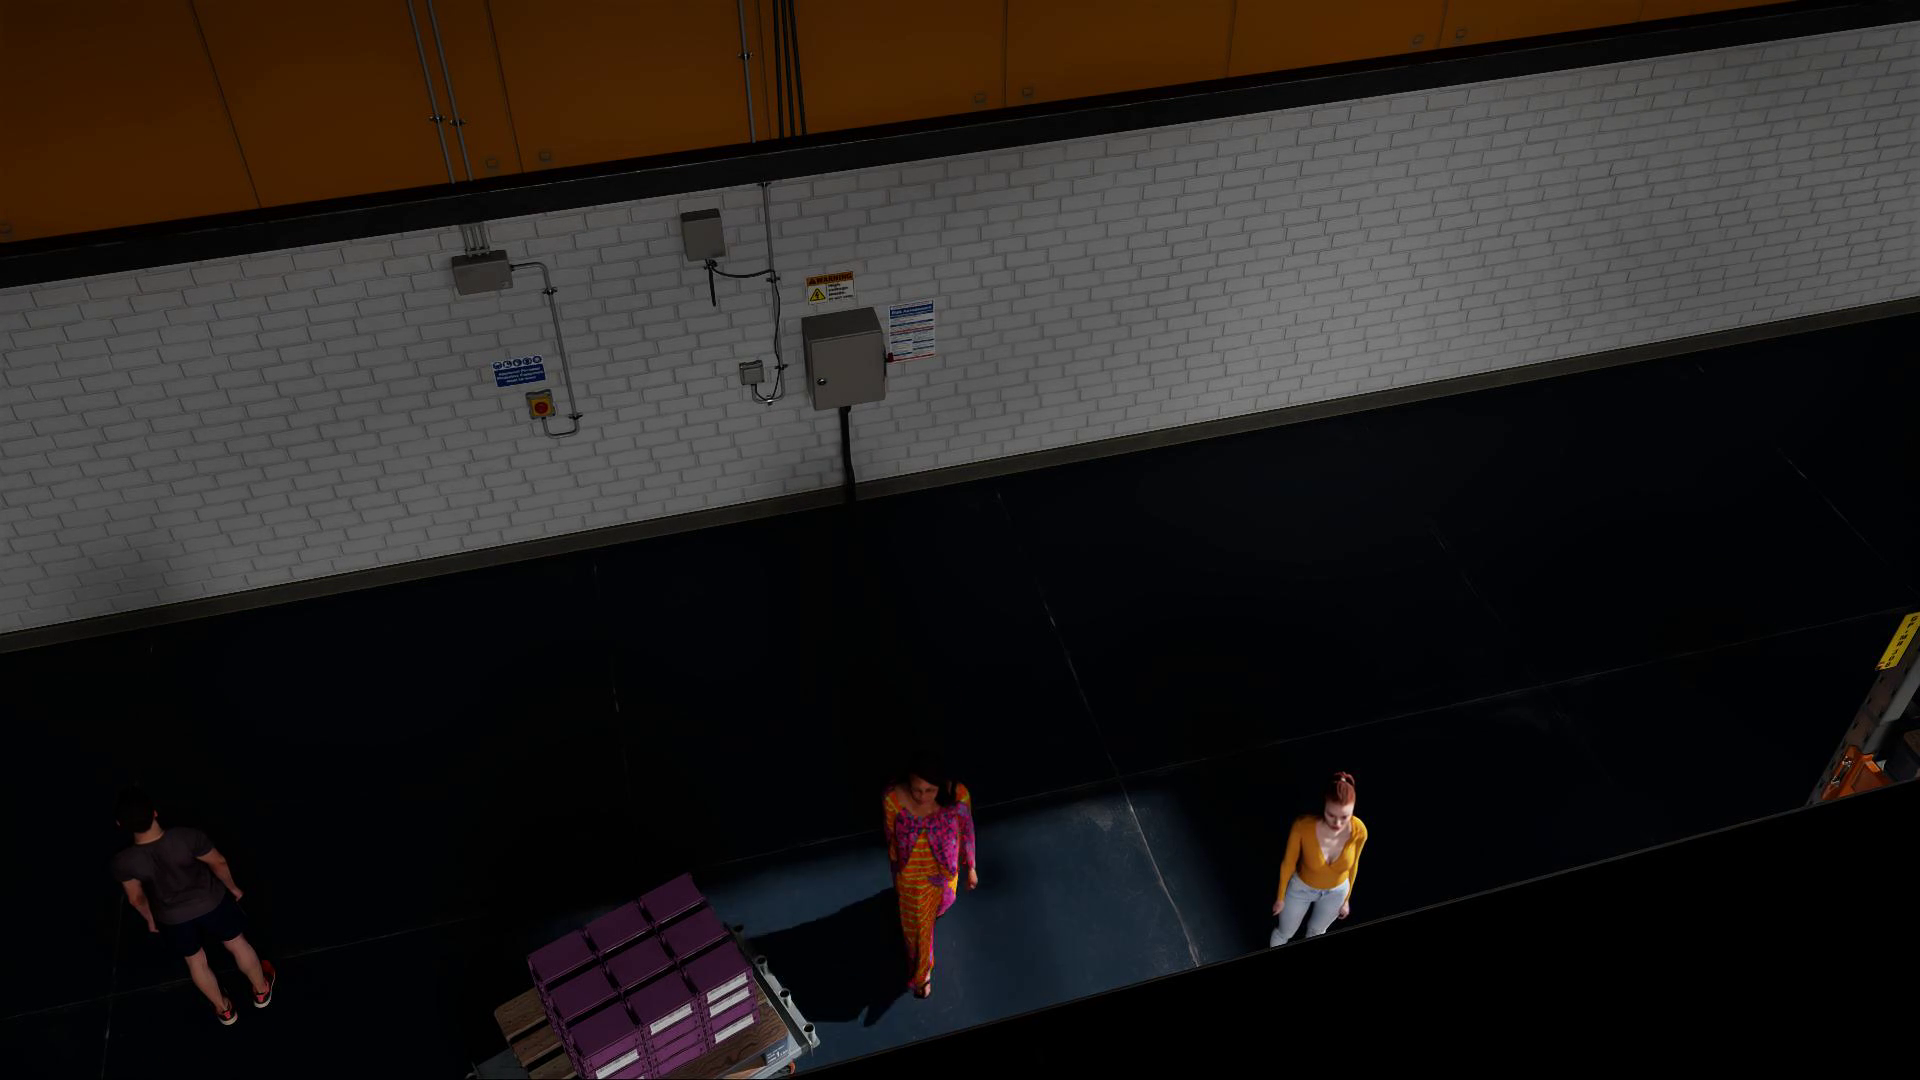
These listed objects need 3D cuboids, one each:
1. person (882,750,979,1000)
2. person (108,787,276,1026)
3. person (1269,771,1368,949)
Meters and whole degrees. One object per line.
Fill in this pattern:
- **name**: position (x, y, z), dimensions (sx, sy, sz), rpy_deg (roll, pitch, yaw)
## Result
- **person**: position (-0.156, 1.649, 9.143), dimensions (0.790, 1.673, 1.178), rpy_deg (-3, 44, -4)
- **person**: position (-4.036, 1.922, 8.726), dimensions (0.694, 1.854, 0.631), rpy_deg (-21, 47, -21)
- **person**: position (1.886, 1.860, 8.865), dimensions (0.633, 1.751, 0.639), rpy_deg (-1, 44, -1)
